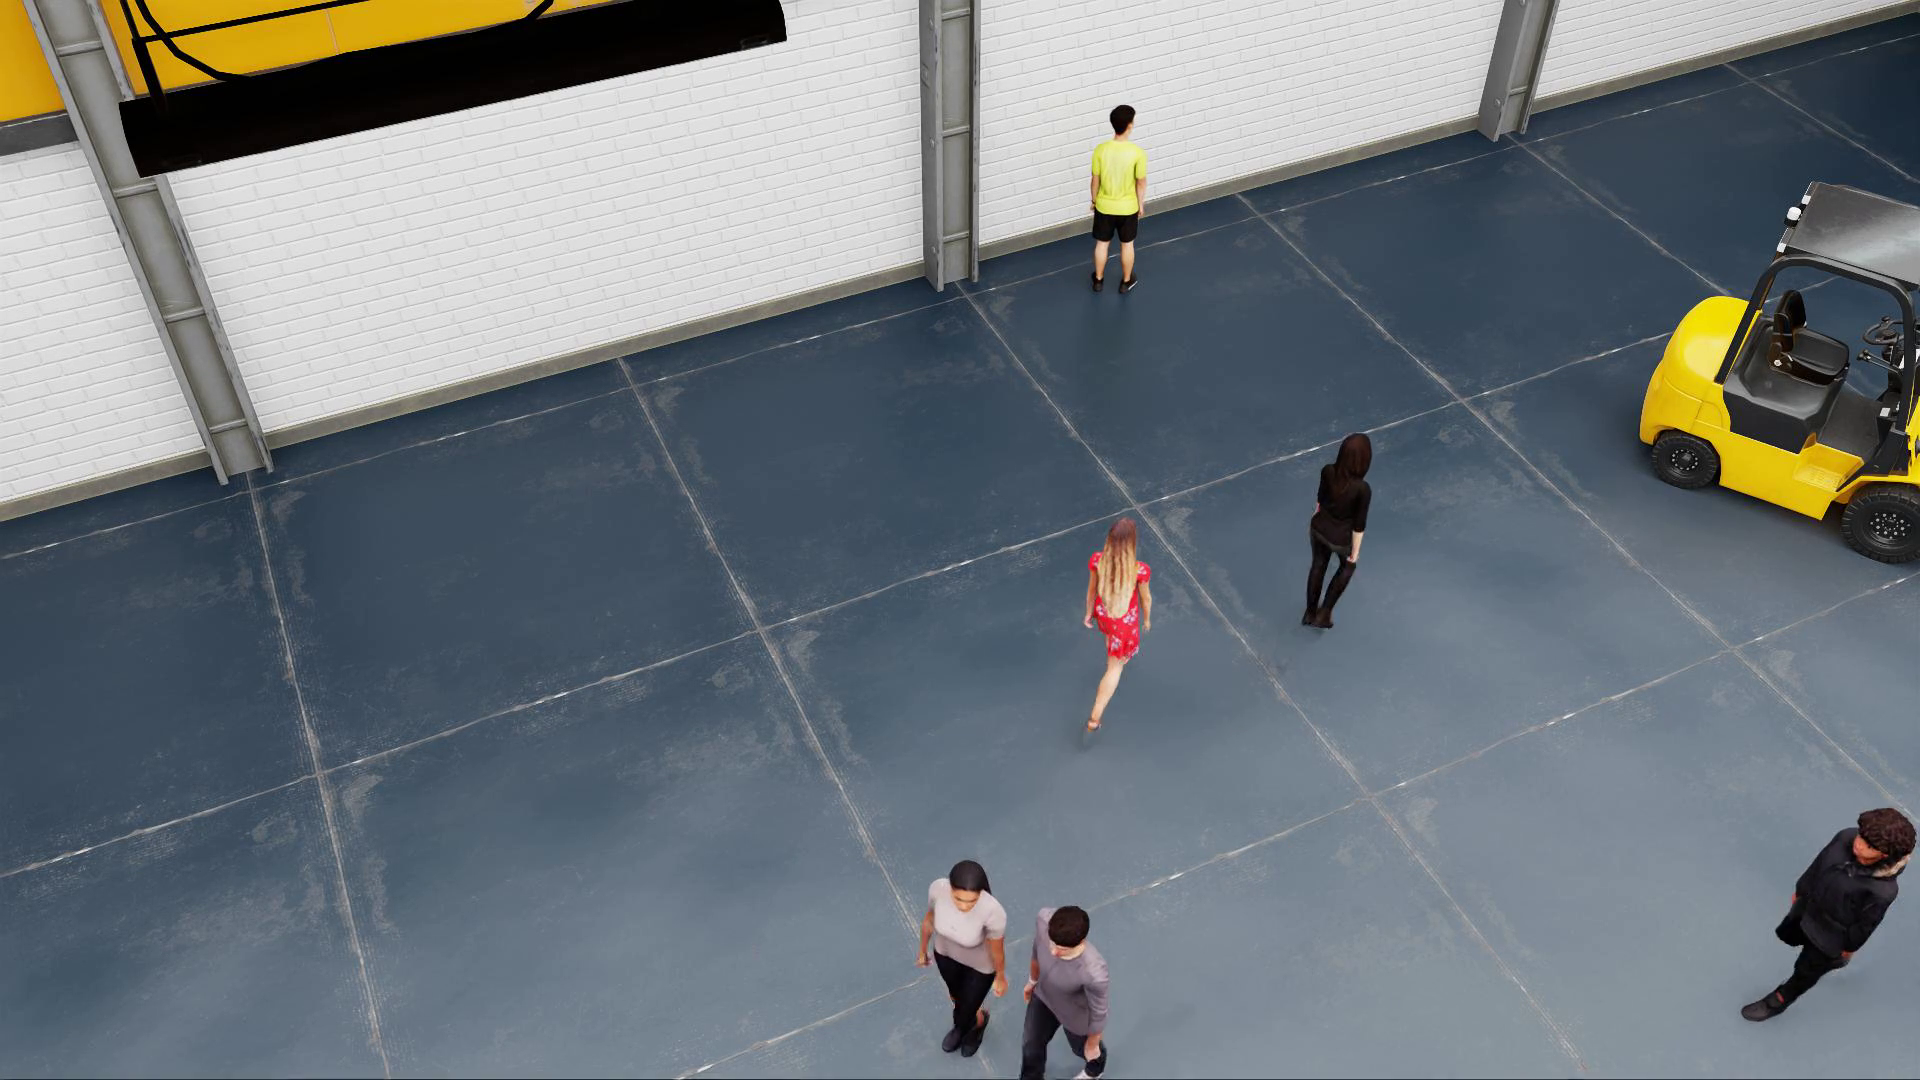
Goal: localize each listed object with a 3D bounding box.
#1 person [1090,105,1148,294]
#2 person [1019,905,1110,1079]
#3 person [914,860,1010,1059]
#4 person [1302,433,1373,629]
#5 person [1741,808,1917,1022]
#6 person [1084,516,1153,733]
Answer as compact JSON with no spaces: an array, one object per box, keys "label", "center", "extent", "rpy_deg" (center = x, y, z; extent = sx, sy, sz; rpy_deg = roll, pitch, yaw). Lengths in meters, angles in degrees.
[{"label":"person","center":[1.324,-2.845,13.978],"extent":[0.672,1.705,0.756],"rpy_deg":[10,44,10]},{"label":"person","center":[0.624,2.306,8.489],"extent":[0.988,1.817,0.826],"rpy_deg":[-26,49,-25]},{"label":"person","center":[0.089,2.142,8.726],"extent":[0.767,1.729,0.777],"rpy_deg":[27,50,25]},{"label":"person","center":[2.447,0.000,11.043],"extent":[0.677,1.633,0.721],"rpy_deg":[30,51,28]},{"label":"person","center":[4.708,1.981,8.869],"extent":[0.941,1.764,0.752],"rpy_deg":[-7,44,-8]},{"label":"person","center":[0.966,0.549,10.522],"extent":[0.977,1.557,1.119],"rpy_deg":[20,47,20]}]
